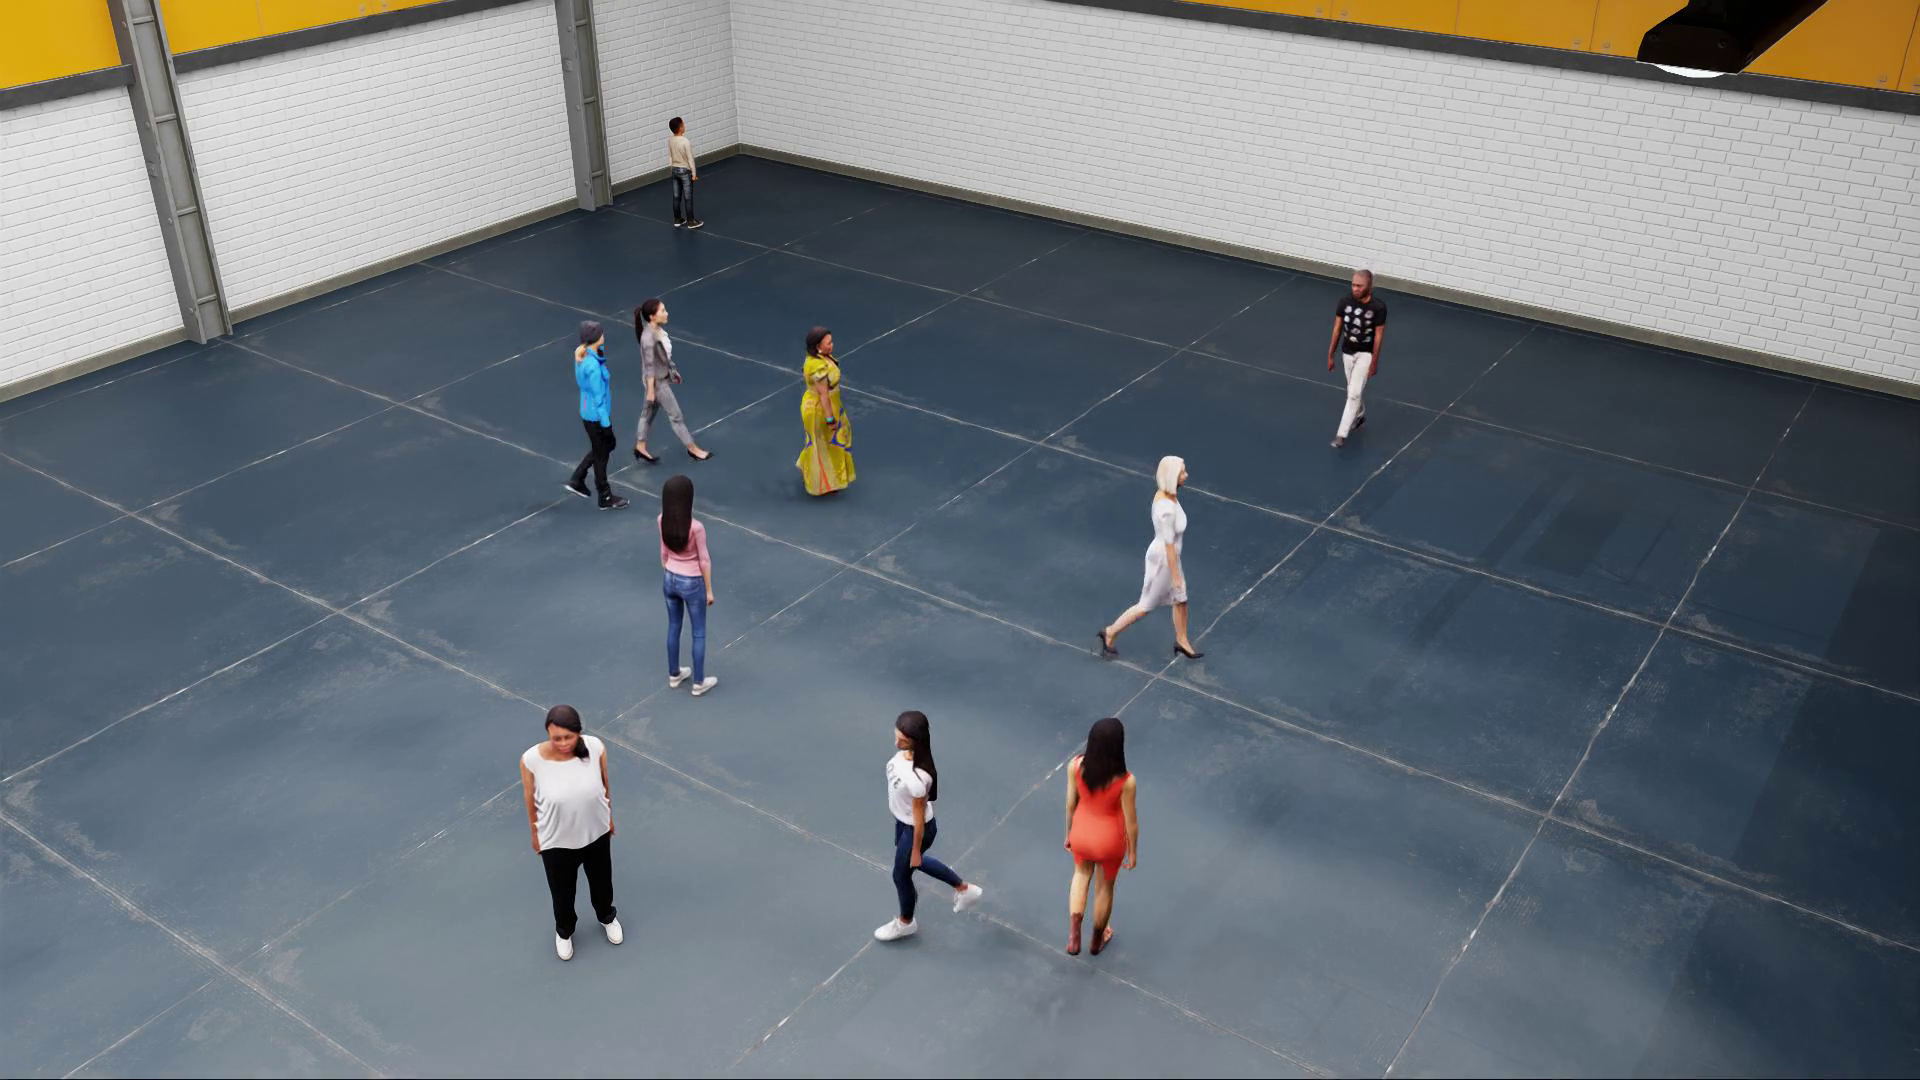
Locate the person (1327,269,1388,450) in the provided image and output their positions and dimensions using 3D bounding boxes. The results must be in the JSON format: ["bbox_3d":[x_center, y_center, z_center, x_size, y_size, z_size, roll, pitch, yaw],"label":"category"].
[{"bbox_3d":[3.906,-1.787,16.125,0.683,1.745,1.174,19,34,31],"label":"person"}]

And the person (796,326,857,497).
[{"bbox_3d":[-1.324,-1.149,15.056,1.029,1.647,0.951,0,29,-1],"label":"person"}]

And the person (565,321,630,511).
[{"bbox_3d":[-3.325,-1.090,14.796,0.929,1.794,0.863,-5,29,-10],"label":"person"}]

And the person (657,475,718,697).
[{"bbox_3d":[-2.035,0.324,12.259,0.583,1.740,0.549,14,31,23],"label":"person"}]

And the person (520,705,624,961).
[{"bbox_3d":[-2.266,1.695,9.800,0.717,1.688,0.820,-12,31,-21],"label":"person"}]

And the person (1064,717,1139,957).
[{"bbox_3d":[0.769,1.785,9.615,0.672,1.707,0.777,12,31,21],"label":"person"}]

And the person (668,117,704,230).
[{"bbox_3d":[-3.699,-4.880,22.087,0.569,1.465,0.532,15,32,25],"label":"person"}]

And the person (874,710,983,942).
[{"bbox_3d":[-0.190,1.690,9.745,1.024,1.750,0.971,-1,29,-2],"label":"person"}]

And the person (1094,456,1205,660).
[{"bbox_3d":[1.446,0.188,12.534,0.940,1.716,1.089,5,29,9],"label":"person"}]

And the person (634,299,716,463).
[{"bbox_3d":[-2.930,-1.452,15.620,1.056,1.641,1.048,-2,29,-4],"label":"person"}]
